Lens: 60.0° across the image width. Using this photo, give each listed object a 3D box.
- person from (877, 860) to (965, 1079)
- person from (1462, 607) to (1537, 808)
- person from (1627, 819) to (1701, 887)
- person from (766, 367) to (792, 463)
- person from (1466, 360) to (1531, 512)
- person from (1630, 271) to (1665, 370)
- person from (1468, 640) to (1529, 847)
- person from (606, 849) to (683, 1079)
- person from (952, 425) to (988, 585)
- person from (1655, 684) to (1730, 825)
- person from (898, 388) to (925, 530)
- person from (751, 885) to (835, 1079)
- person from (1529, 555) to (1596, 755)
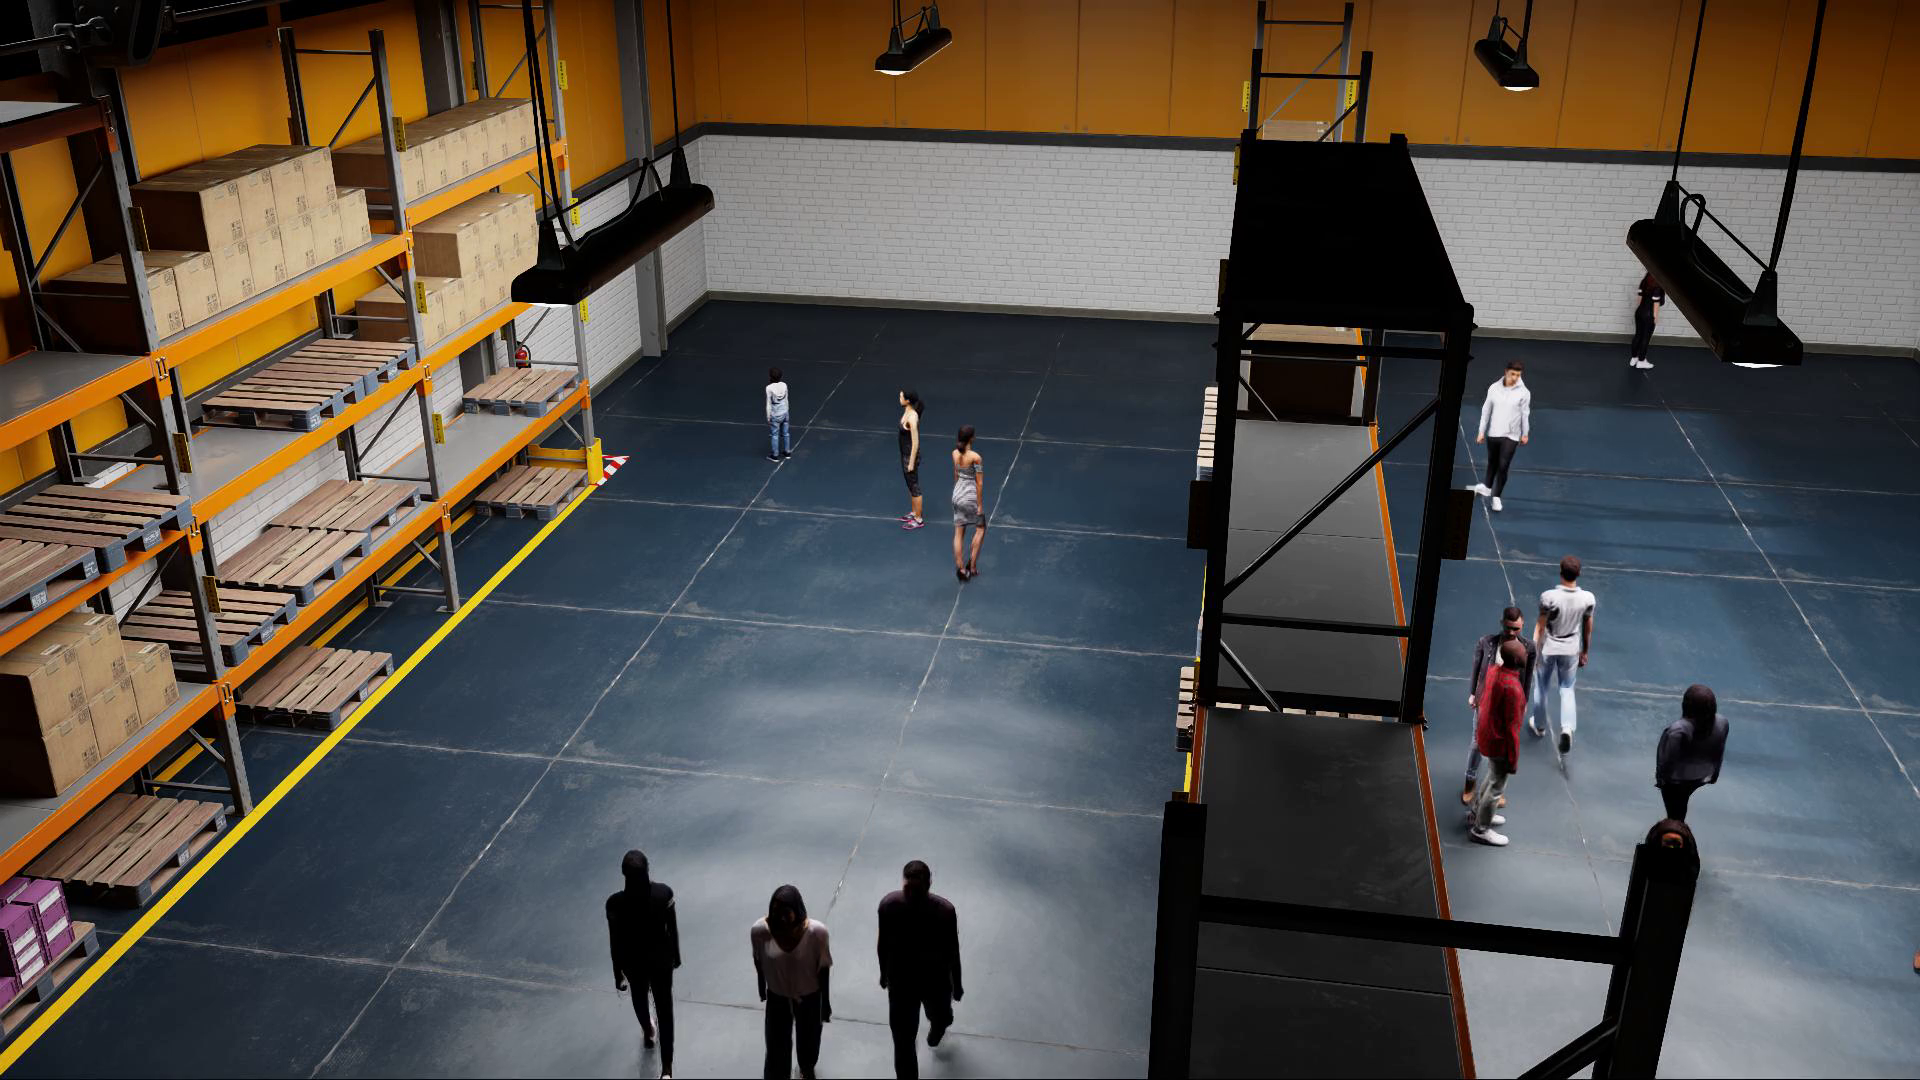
[{"bbox_3d":[-0.252,2.822,10.855,0.732,1.810,1.175,4,24,9],"label":"person"},{"bbox_3d":[4.560,1.383,14.115,0.645,1.835,0.529,4,24,9],"label":"person"},{"bbox_3d":[4.846,2.607,11.604,0.700,1.604,0.858,10,26,22],"label":"person"},{"bbox_3d":[-2.389,-1.659,21.795,0.552,1.258,0.616,-17,29,-34],"label":"person"},{"bbox_3d":[6.608,-1.313,20.217,1.036,1.888,1.029,-20,30,-38],"label":"person"},{"bbox_3d":[10.496,-3.450,25.417,0.755,1.639,0.652,-6,24,-13],"label":"person"},{"bbox_3d":[4.383,1.638,13.554,0.745,1.818,0.551,0,24,1],"label":"person"},{"bbox_3d":[-2.043,2.839,10.955,0.908,1.699,1.224,-5,24,-11],"label":"person"},{"bbox_3d":[0.014,-0.362,18.140,0.739,1.811,0.767,19,30,37],"label":"person"},{"bbox_3d":[5.838,1.898,13.253,0.816,1.583,0.848,-8,25,-18],"label":"person"},{"bbox_3d":[-0.569,-0.979,19.654,0.701,1.727,0.572,-4,24,-9],"label":"person"},{"bbox_3d":[-1.060,2.911,10.863,0.751,1.641,1.048,1,24,3],"label":"person"},{"bbox_3d":[5.386,1.045,14.892,0.726,1.834,1.032,1,24,3],"label":"person"}]
